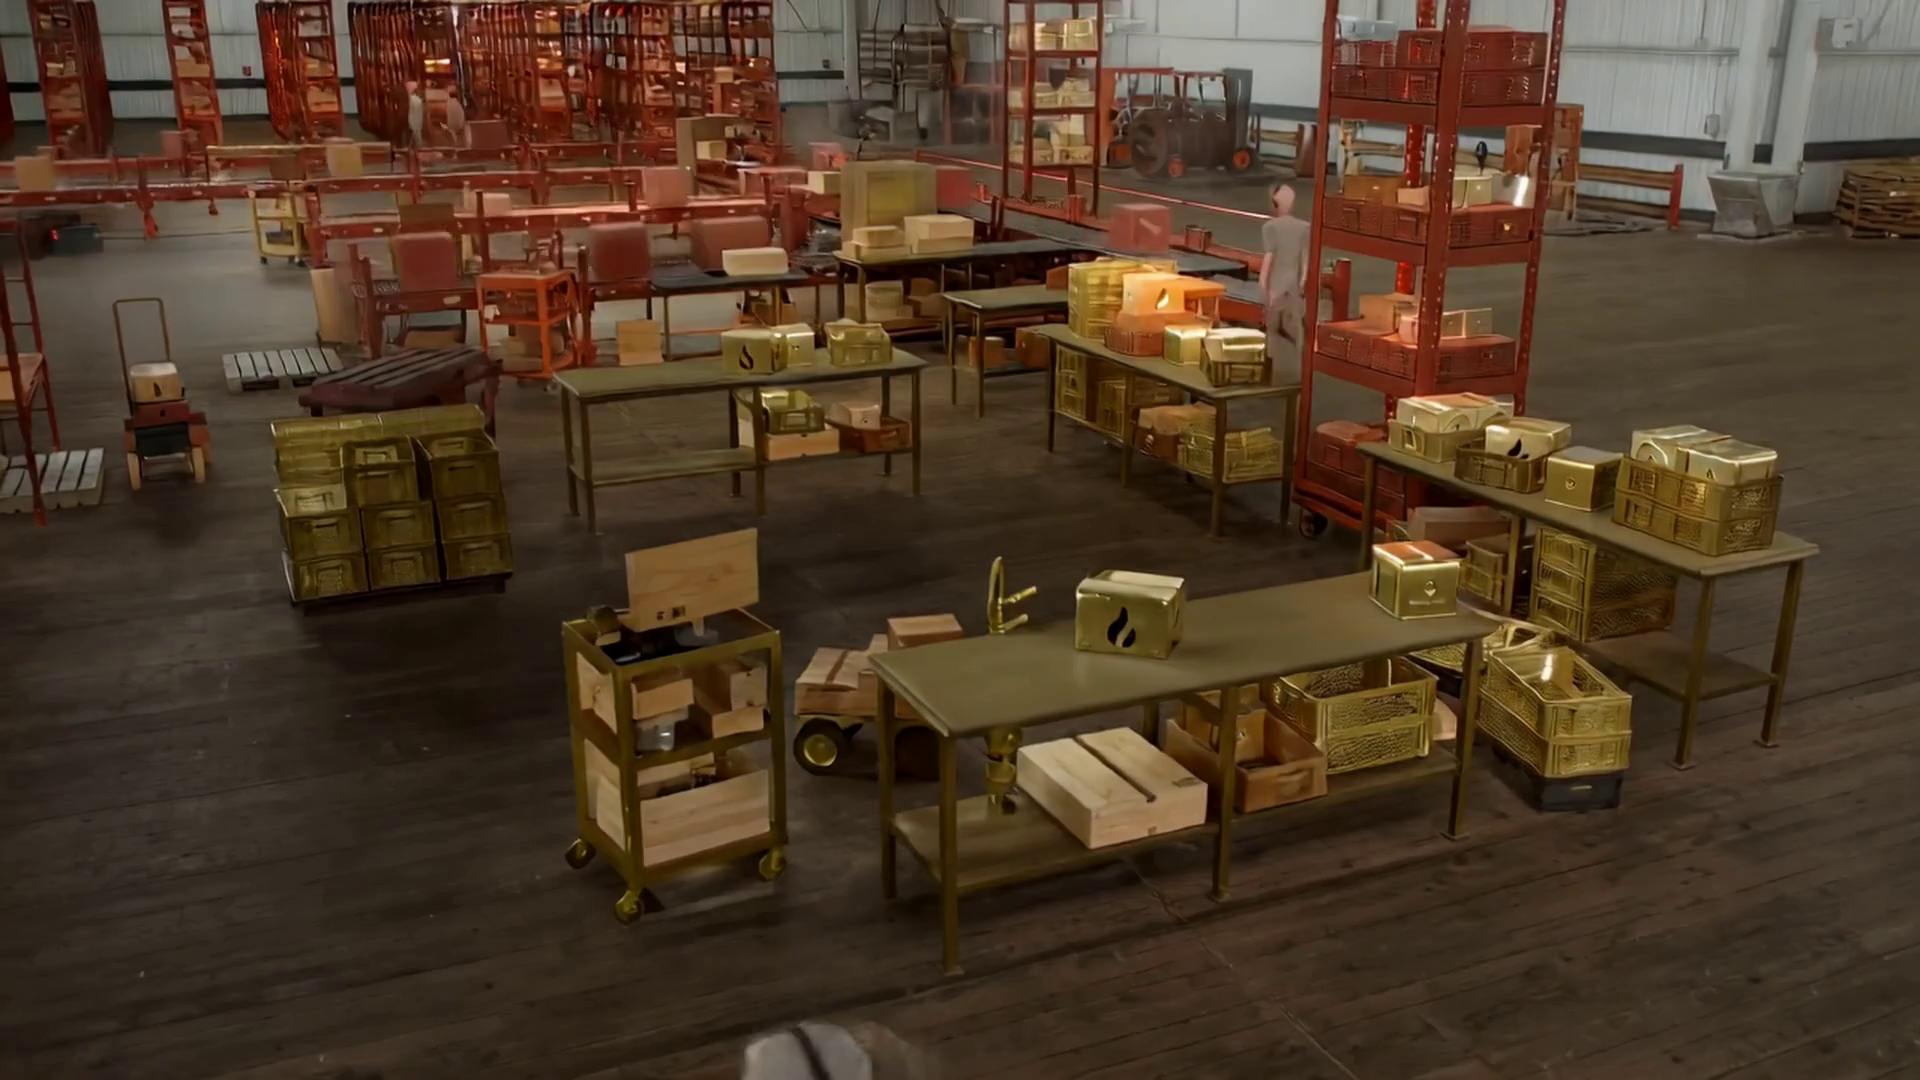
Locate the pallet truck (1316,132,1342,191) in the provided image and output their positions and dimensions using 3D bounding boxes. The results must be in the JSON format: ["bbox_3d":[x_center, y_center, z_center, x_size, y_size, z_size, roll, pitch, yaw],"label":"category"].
[{"bbox_3d":[7.723,-7.504,32.656,1.601,1.201,0.680,-8,19,-23],"label":"pallet truck"}]

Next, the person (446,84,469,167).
[{"bbox_3d":[-11.253,-9.243,37.173,0.421,1.815,0.616,-7,19,-21],"label":"person"}]

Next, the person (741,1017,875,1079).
[{"bbox_3d":[-0.217,1.633,2.828,0.452,1.868,0.602,-7,19,-20],"label":"person"}]

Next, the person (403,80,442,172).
[{"bbox_3d":[-11.683,-8.961,36.048,0.749,1.973,0.623,-5,18,-14],"label":"person"}]

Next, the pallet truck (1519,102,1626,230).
[{"bbox_3d":[9.972,-6.037,26.785,1.885,1.965,0.823,-9,20,-25],"label":"pallet truck"}]

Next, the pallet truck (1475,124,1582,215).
[{"bbox_3d":[9.707,-6.455,28.103,1.885,1.965,0.823,-7,19,-20],"label":"pallet truck"}]

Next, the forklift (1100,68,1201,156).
[{"bbox_3d":[4.082,-9.564,37.410,2.680,1.987,1.157,-8,19,-23],"label":"forklift"}]

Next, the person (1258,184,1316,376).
[{"bbox_3d":[3.025,-2.358,15.449,0.514,1.844,0.563,-6,19,-18],"label":"person"}]

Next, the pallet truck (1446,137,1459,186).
[{"bbox_3d":[9.184,-6.485,29.328,1.630,1.274,0.653,-8,19,-23],"label":"pallet truck"}]

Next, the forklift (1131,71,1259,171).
[{"bbox_3d":[4.998,-8.936,35.413,2.680,1.987,1.157,-9,20,-25],"label":"forklift"}]

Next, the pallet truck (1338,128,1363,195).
[{"bbox_3d":[7.845,-7.140,31.411,1.522,1.261,0.704,-9,20,-25],"label":"pallet truck"}]
